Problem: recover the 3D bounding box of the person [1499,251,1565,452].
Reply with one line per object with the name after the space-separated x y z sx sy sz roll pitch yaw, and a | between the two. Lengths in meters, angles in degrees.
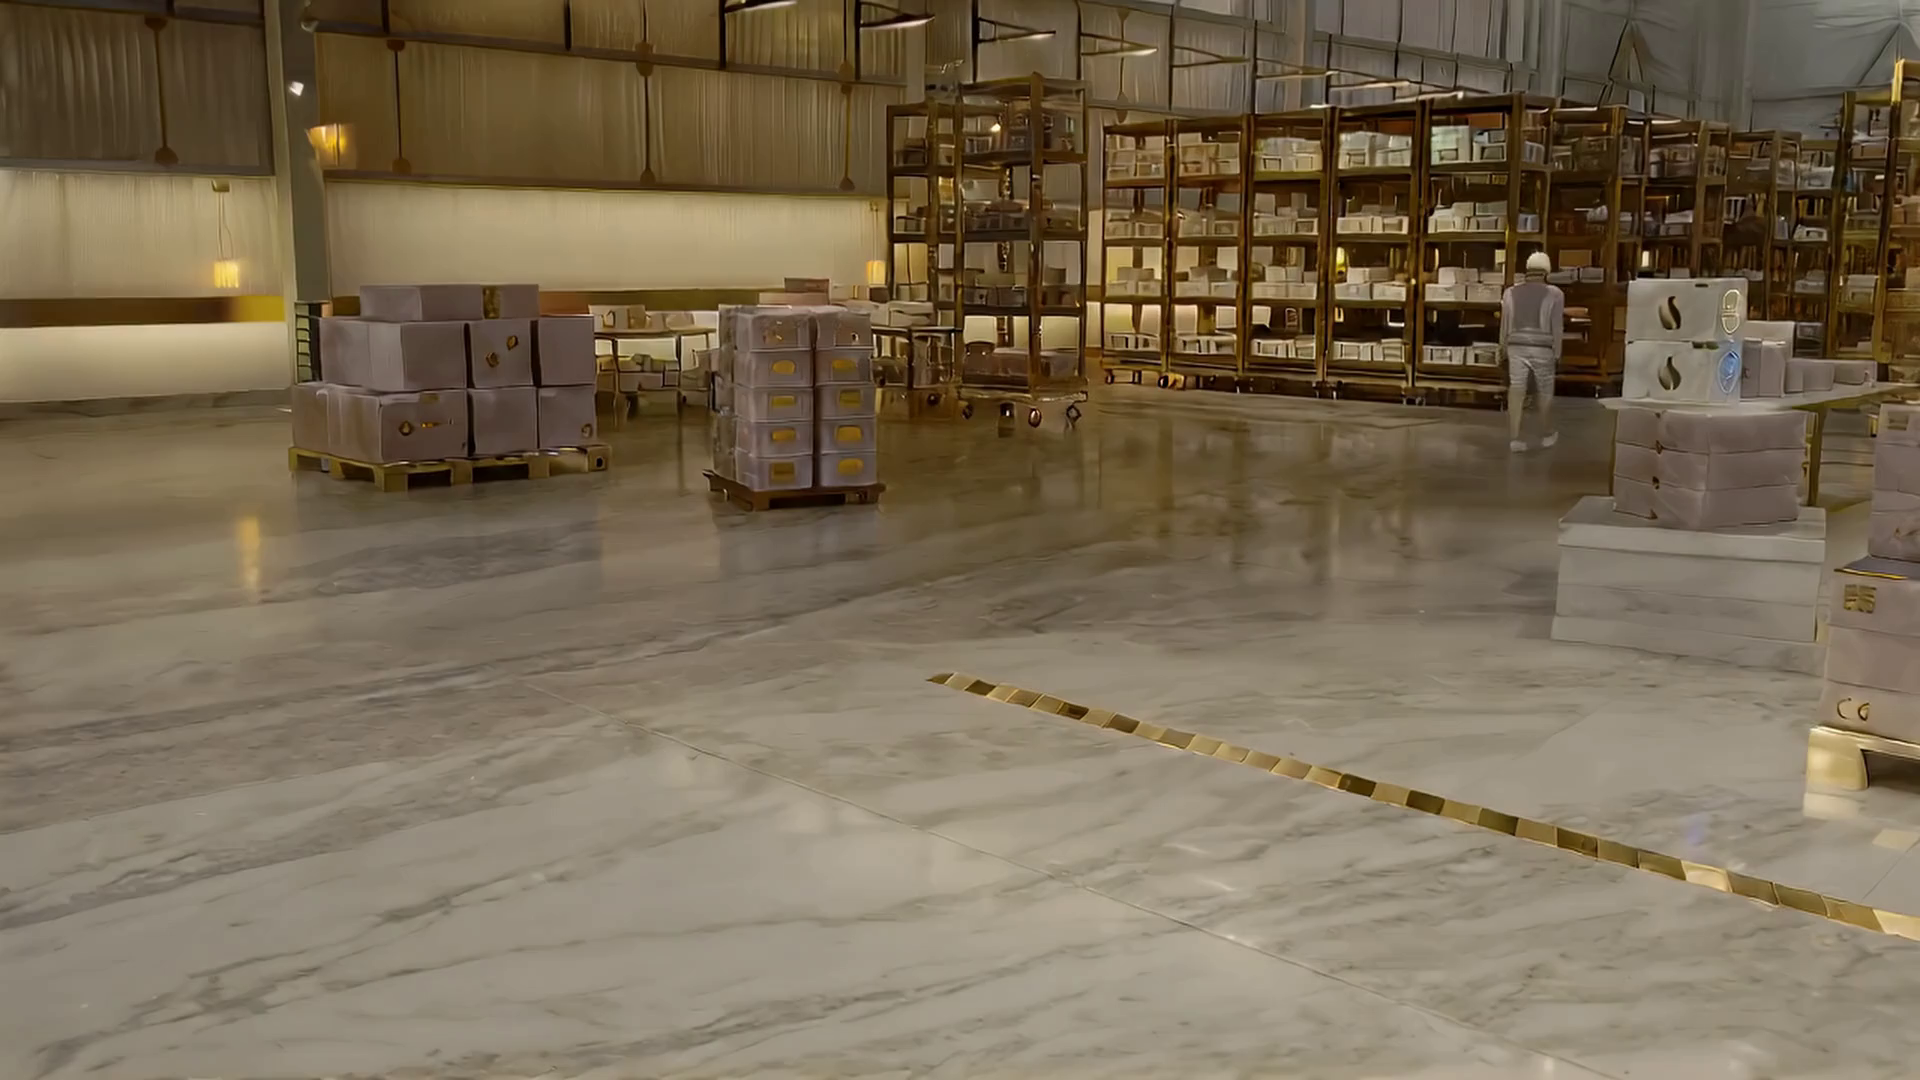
5.226 -1.710 15.121 0.622 1.794 0.852 7 12 37 | person
